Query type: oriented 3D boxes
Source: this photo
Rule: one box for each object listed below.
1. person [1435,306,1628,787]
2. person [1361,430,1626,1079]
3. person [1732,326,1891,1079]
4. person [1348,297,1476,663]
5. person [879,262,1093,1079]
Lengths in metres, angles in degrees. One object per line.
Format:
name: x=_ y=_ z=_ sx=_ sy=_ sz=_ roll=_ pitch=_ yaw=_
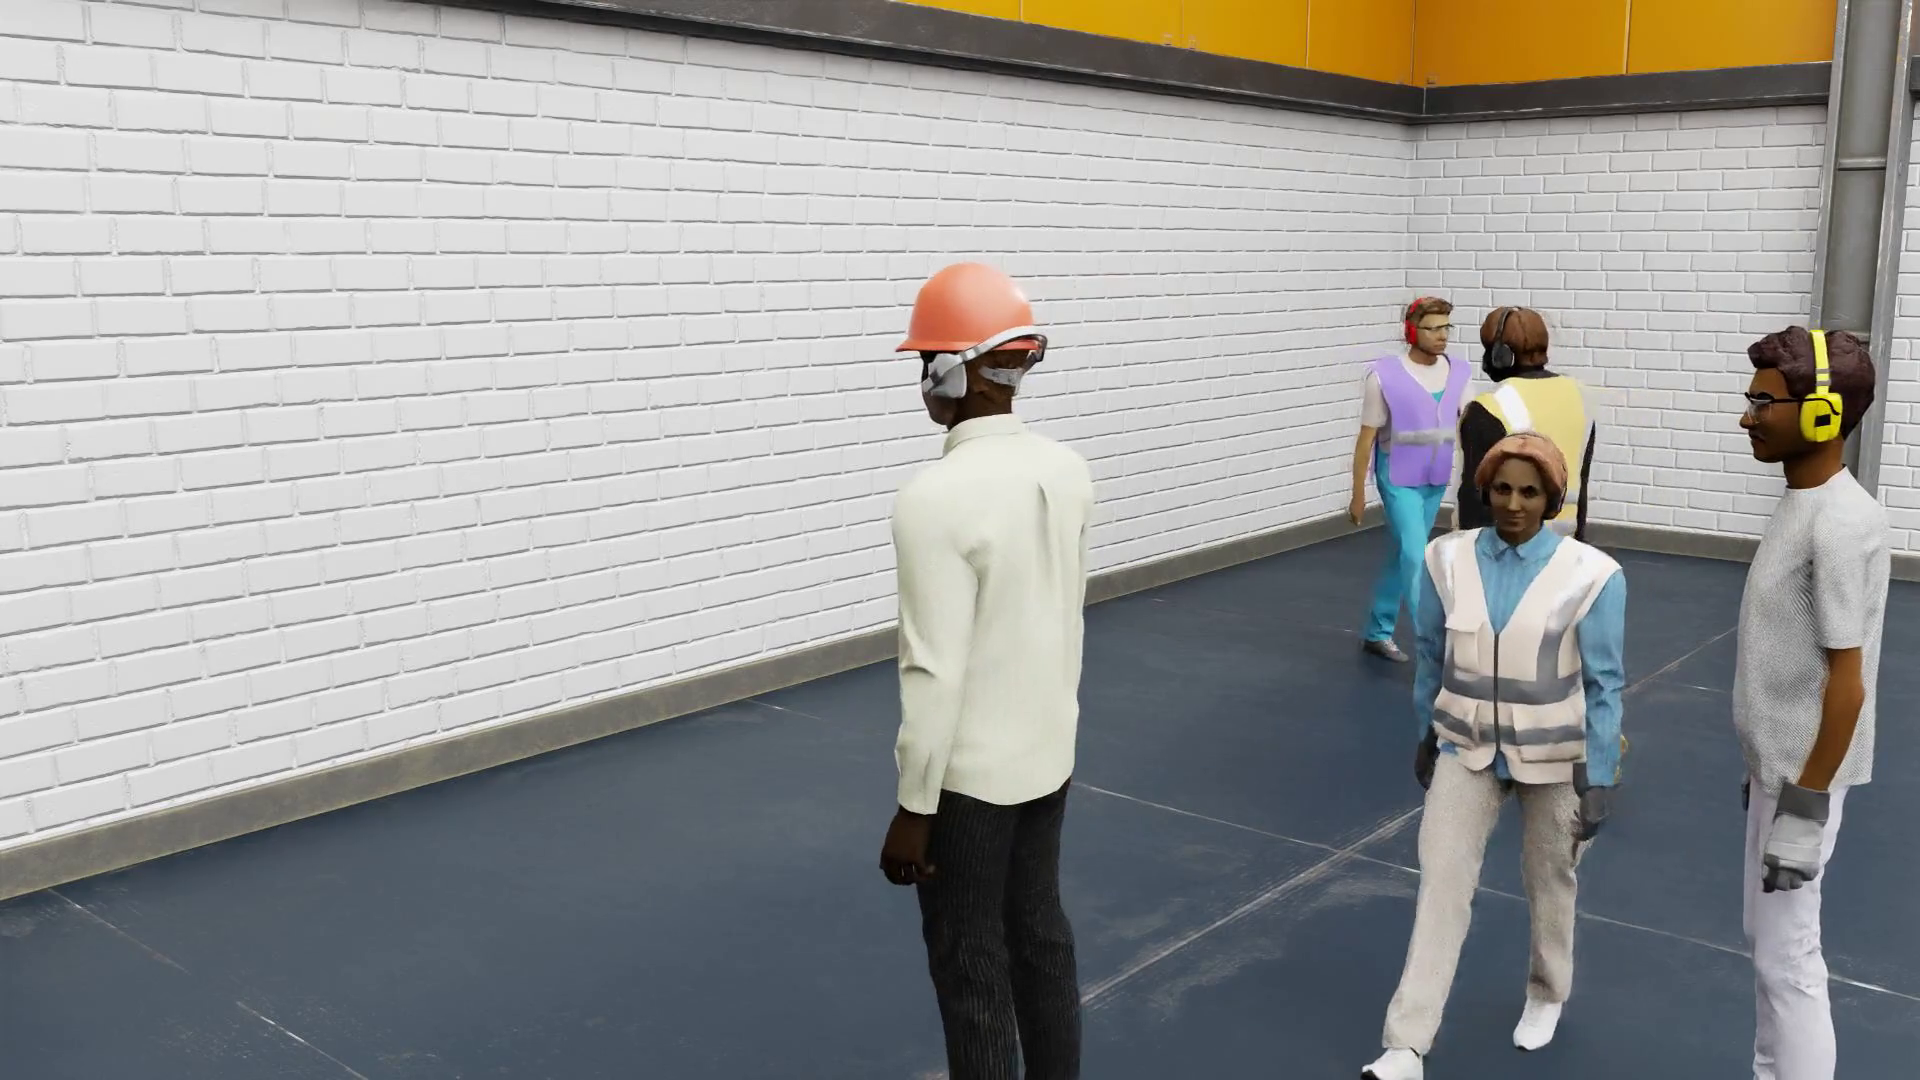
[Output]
person: x=2.060 y=0.069 z=6.019 sx=0.622 sy=1.822 sz=0.659 roll=-7 pitch=12 yaw=-33
person: x=1.300 y=0.540 z=3.981 sx=0.529 sy=1.587 sz=0.868 roll=7 pitch=12 yaw=36
person: x=1.705 y=0.495 z=3.460 sx=0.321 sy=1.867 sz=0.532 roll=3 pitch=11 yaw=19
person: x=2.194 y=-0.233 z=7.815 sx=0.582 sy=1.793 sz=0.979 roll=-5 pitch=11 yaw=-27
person: x=0.040 y=0.446 z=3.374 sx=0.396 sy=1.992 sz=0.622 roll=7 pitch=12 yaw=33
